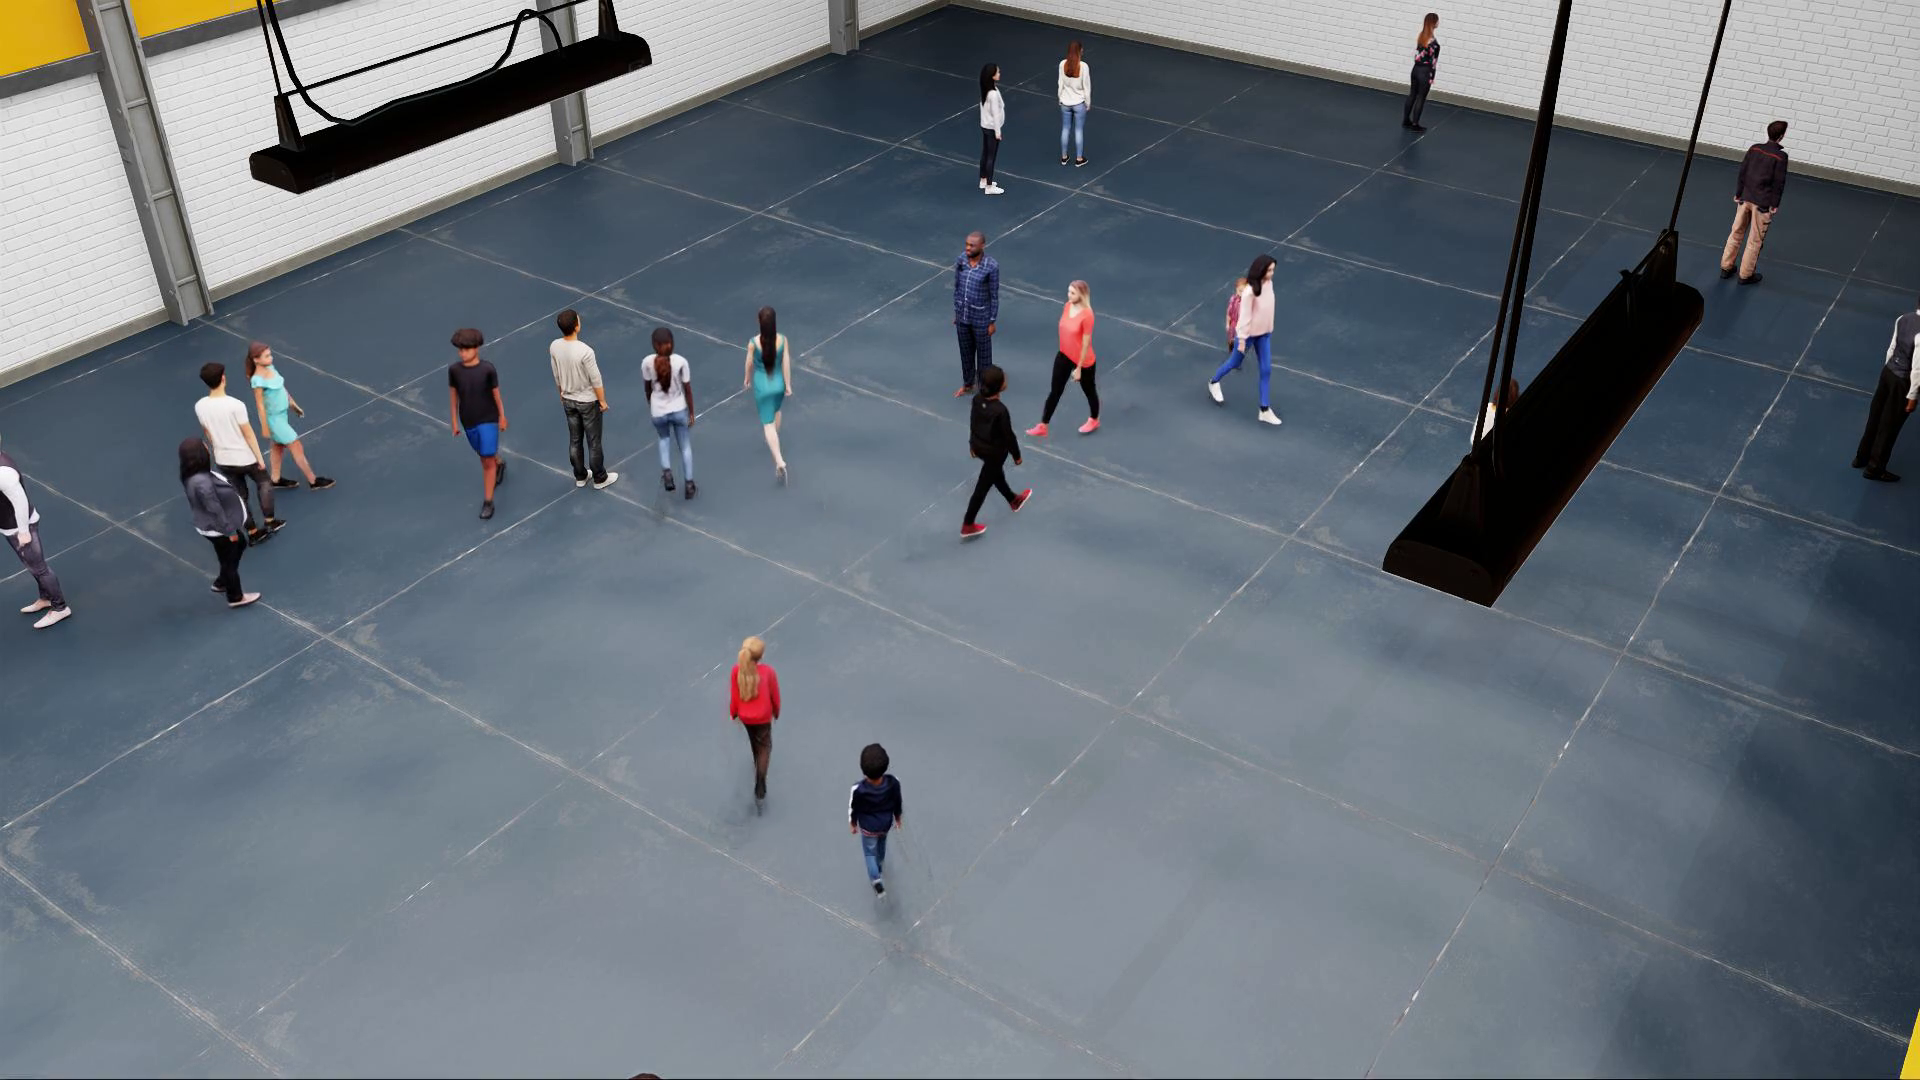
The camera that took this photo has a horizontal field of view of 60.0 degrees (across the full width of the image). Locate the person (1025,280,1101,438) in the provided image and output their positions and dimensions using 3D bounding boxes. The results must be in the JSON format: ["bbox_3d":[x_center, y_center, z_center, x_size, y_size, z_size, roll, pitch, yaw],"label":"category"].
[{"bbox_3d":[1.223,-1.761,16.267,1.129,1.654,0.789,-25,41,-32],"label":"person"}]

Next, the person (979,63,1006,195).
[{"bbox_3d":[0.396,-5.375,21.663,0.738,1.700,0.706,-10,35,-15],"label":"person"}]

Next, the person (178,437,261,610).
[{"bbox_3d":[-6.265,-0.116,13.856,0.788,1.585,0.792,-21,39,-28],"label":"person"}]

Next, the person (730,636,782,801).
[{"bbox_3d":[-1.485,1.302,12.017,0.767,1.258,0.980,4,34,6],"label":"person"}]

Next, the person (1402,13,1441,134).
[{"bbox_3d":[6.548,-6.628,23.563,0.684,1.684,0.654,-11,35,-16],"label":"person"}]

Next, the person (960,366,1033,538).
[{"bbox_3d":[0.211,-0.738,14.748,1.156,1.634,0.844,-22,40,-30],"label":"person"}]

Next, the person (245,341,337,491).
[{"bbox_3d":[-6.420,-1.138,15.434,0.913,1.539,0.883,-2,34,-4],"label":"person"}]

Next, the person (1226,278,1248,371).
[{"bbox_3d":[2.976,-2.346,17.727,0.610,1.013,0.710,0,34,0],"label":"person"}]

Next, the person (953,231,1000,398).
[{"bbox_3d":[0.158,-2.284,16.901,0.668,1.825,0.601,20,38,27],"label":"person"}]

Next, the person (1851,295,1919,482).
[{"bbox_3d":[8.819,-1.476,15.600,0.837,1.919,0.740,-1,34,-1],"label":"person"}]

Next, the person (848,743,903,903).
[{"bbox_3d":[-0.560,1.898,11.166,0.809,1.208,0.837,-9,35,-14],"label":"person"}]

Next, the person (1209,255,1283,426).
[{"bbox_3d":[2.844,-2.051,16.649,1.225,1.716,0.959,-23,40,-31],"label":"person"}]

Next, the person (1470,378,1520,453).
[{"bbox_3d":[4.671,-0.668,14.599,0.614,1.681,0.544,23,40,31],"label":"person"}]

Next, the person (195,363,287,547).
[{"bbox_3d":[-6.419,-0.700,14.642,0.832,1.687,0.844,6,34,9],"label":"person"}]

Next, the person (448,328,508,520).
[{"bbox_3d":[-4.389,-1.153,15.256,1.028,1.761,1.236,2,34,3],"label":"person"}]

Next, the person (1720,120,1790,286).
[{"bbox_3d":[9.236,-3.928,19.284,0.716,1.924,0.774,-22,39,-29],"label":"person"}]

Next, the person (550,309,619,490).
[{"bbox_3d":[-3.524,-1.302,15.435,0.697,1.812,0.634,12,35,17],"label":"person"}]

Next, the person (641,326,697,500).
[{"bbox_3d":[-2.680,-1.128,15.268,0.762,1.707,0.826,-1,34,-2],"label":"person"}]

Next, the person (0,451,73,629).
[{"bbox_3d":[-7.734,-0.119,13.645,0.663,1.823,0.744,-26,42,-34],"label":"person"}]

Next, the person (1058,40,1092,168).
[{"bbox_3d":[1.542,-5.902,22.465,0.646,1.691,0.591,16,37,22],"label":"person"}]

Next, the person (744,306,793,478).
[{"bbox_3d":[-1.776,-1.369,15.689,1.044,1.642,0.948,-14,36,-20],"label":"person"}]
